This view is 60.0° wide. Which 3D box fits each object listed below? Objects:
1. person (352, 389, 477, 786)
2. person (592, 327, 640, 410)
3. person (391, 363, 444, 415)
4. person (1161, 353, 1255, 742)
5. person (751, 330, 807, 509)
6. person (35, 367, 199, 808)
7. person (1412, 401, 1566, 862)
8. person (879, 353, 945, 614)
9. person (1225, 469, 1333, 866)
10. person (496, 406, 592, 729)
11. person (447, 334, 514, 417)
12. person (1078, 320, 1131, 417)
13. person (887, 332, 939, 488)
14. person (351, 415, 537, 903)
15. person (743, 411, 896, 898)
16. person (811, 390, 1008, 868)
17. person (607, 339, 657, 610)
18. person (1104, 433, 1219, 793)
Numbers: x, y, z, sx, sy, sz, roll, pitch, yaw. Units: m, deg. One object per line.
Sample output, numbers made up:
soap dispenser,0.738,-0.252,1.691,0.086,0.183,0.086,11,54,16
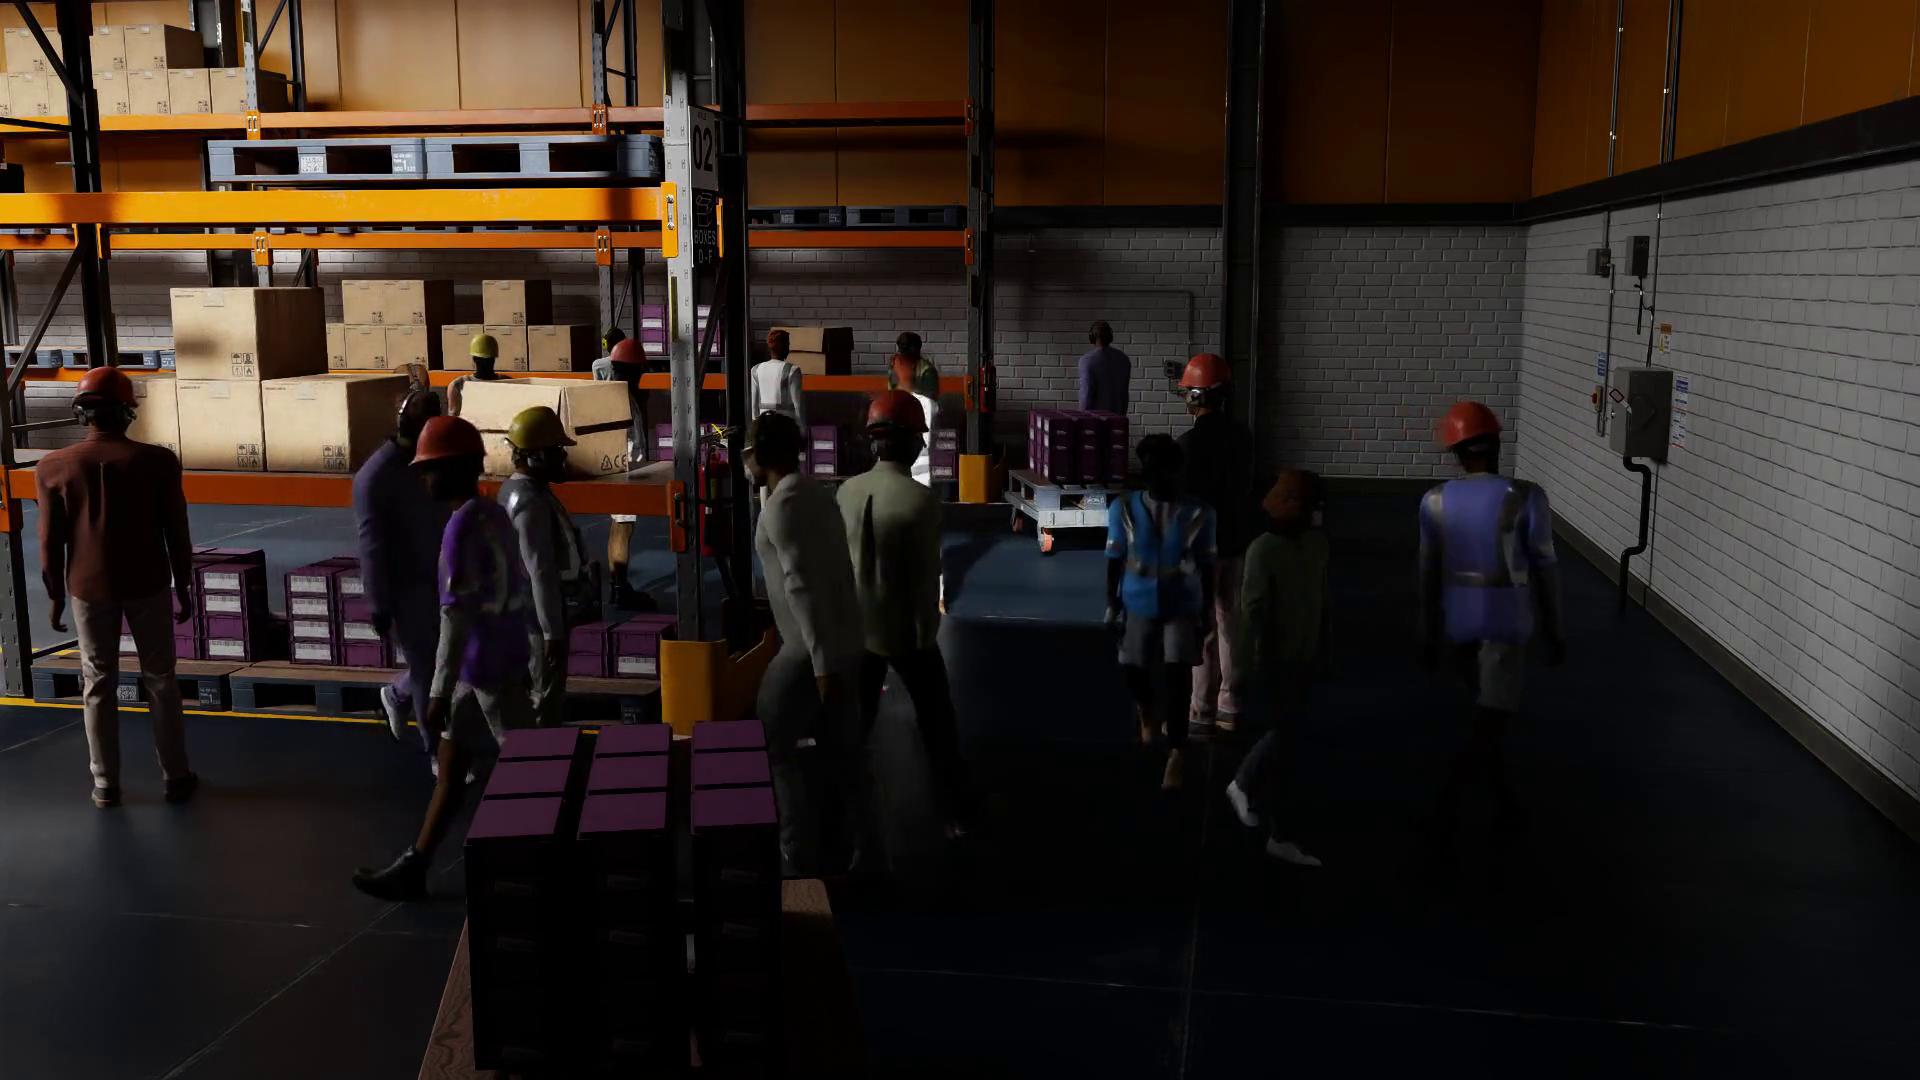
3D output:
person,-2.592,0.212,7.886,0.701,1.875,0.696,5,11,29
person,-3.476,-1.219,16.825,0.502,1.861,0.328,-6,11,-31
person,-3.455,-0.215,10.668,0.429,1.836,0.625,-4,10,-24
person,1.273,0.040,8.577,0.386,1.996,0.610,8,12,42
person,-1.656,-0.992,15.330,0.574,1.882,0.356,5,10,28
person,-3.796,0.216,7.522,0.612,1.984,0.401,-3,10,-20
person,2.145,0.366,6.939,0.957,1.875,0.576,-9,13,-43
person,-0.424,-0.411,11.872,0.606,1.828,0.991,-8,12,-42
person,1.324,0.499,6.983,0.556,1.618,0.674,-8,12,-41
person,-1.813,0.332,7.268,0.404,1.833,0.588,-4,10,-24
person,-3.808,-0.701,13.421,0.586,1.918,0.404,-5,11,-30
person,1.401,-1.184,16.351,0.632,1.936,0.359,-7,11,-36
person,-0.483,-1.065,15.906,0.430,1.845,0.619,-8,12,-39
person,-1.808,0.470,6.319,1.018,1.871,0.664,-1,9,-8
person,-0.562,0.457,6.356,0.700,1.878,0.656,2,9,12
person,-0.263,0.354,6.850,0.623,1.933,1.039,9,13,43
person,-2.382,-0.467,11.921,0.376,1.932,0.543,-3,10,-16
person,0.958,0.306,7.921,0.538,1.669,0.682,1,9,9
